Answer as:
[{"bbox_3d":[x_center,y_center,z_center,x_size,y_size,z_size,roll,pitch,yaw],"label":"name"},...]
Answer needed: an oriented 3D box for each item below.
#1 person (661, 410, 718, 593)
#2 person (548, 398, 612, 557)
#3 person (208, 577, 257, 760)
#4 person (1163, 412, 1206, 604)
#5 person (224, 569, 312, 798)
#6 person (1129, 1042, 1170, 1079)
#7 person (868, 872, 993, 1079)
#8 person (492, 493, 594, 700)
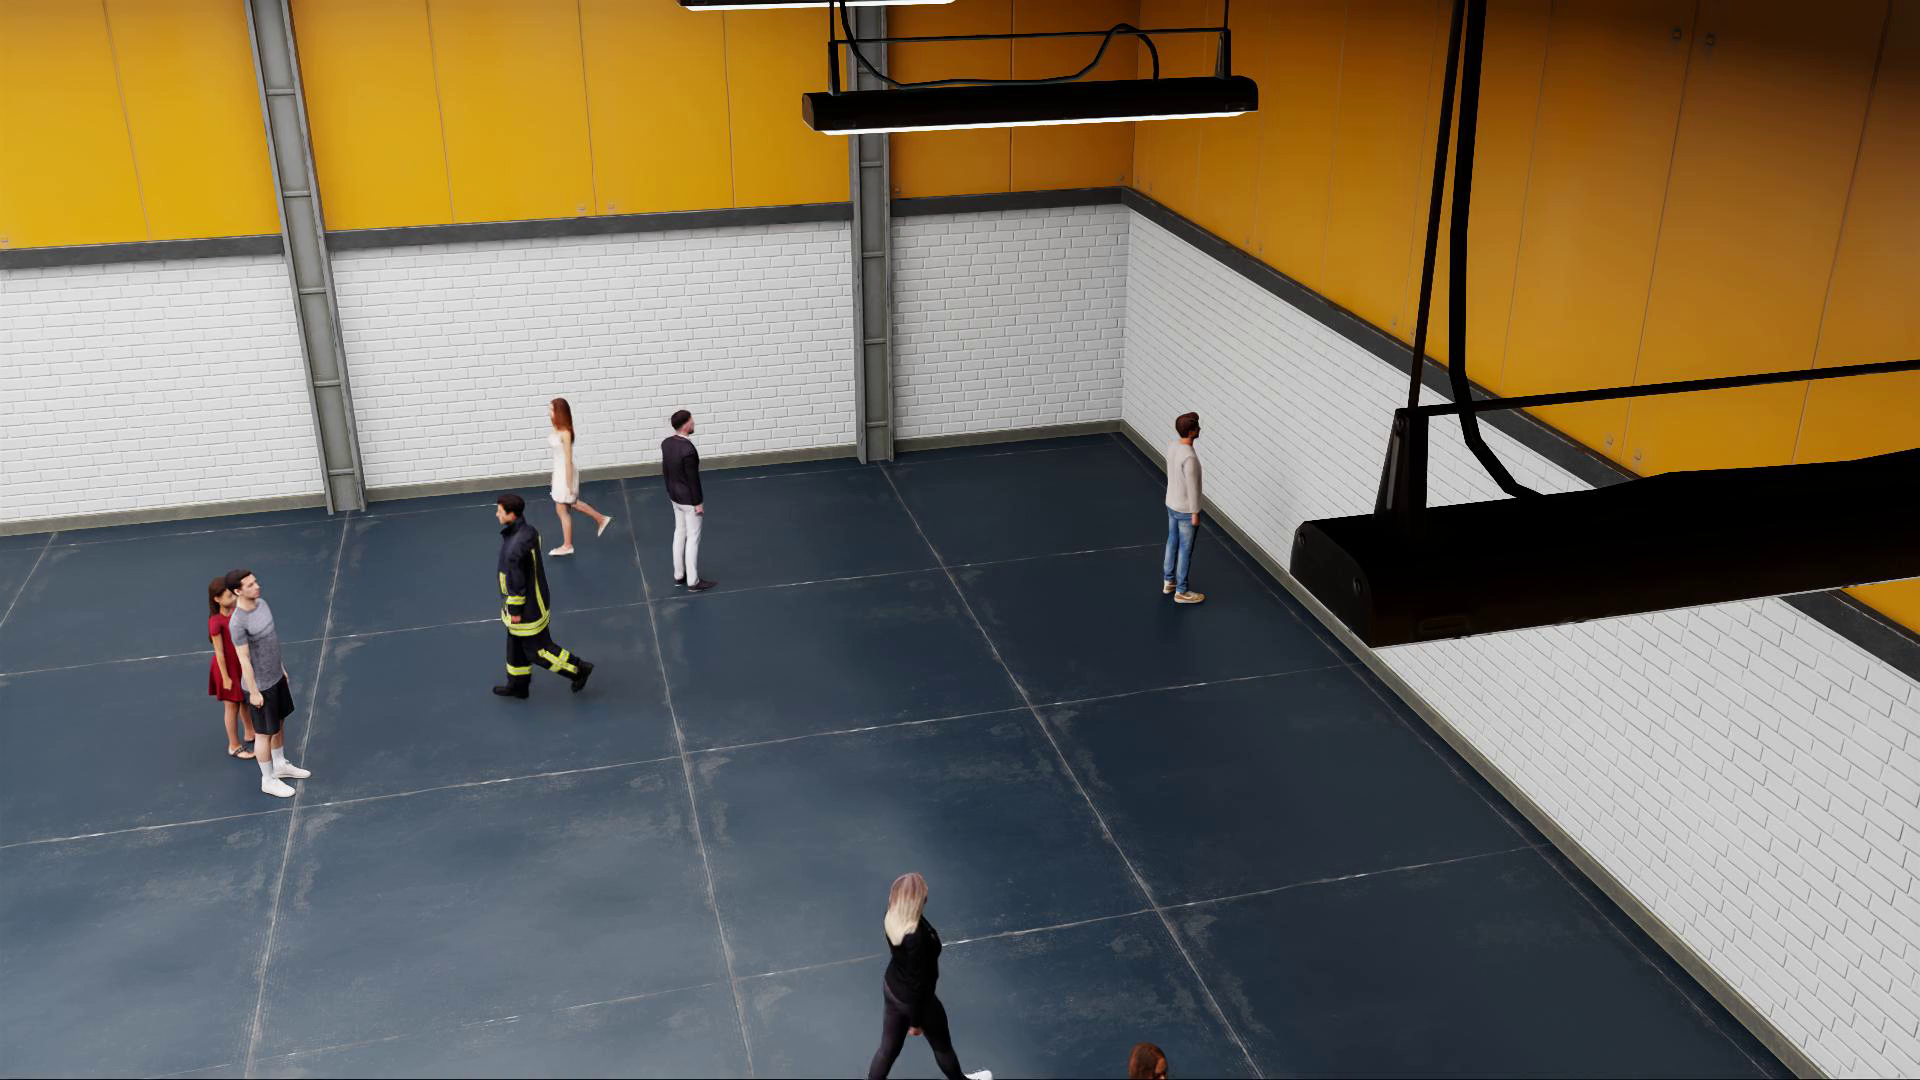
[{"bbox_3d":[-2.695,-0.399,16.283,0.706,1.843,0.735,-20,30,-38],"label":"person"},{"bbox_3d":[-3.961,-0.664,17.074,0.935,1.694,0.626,-9,25,-20],"label":"person"},{"bbox_3d":[-5.868,1.009,13.425,0.710,1.551,0.651,4,24,9],"label":"person"},{"bbox_3d":[2.152,-0.326,16.039,0.594,1.906,0.667,-8,25,-18],"label":"person"},{"bbox_3d":[-5.412,1.073,12.879,0.678,1.871,0.724,2,24,4],"label":"person"},{"bbox_3d":[0.903,3.196,8.260,0.629,1.682,0.751,-20,31,-38],"label":"person"},{"bbox_3d":[-0.363,2.664,9.528,1.120,1.642,0.813,-13,27,-27],"label":"person"},{"bbox_3d":[-3.609,0.508,14.129,1.163,1.906,0.872,-2,24,-5],"label":"person"}]
